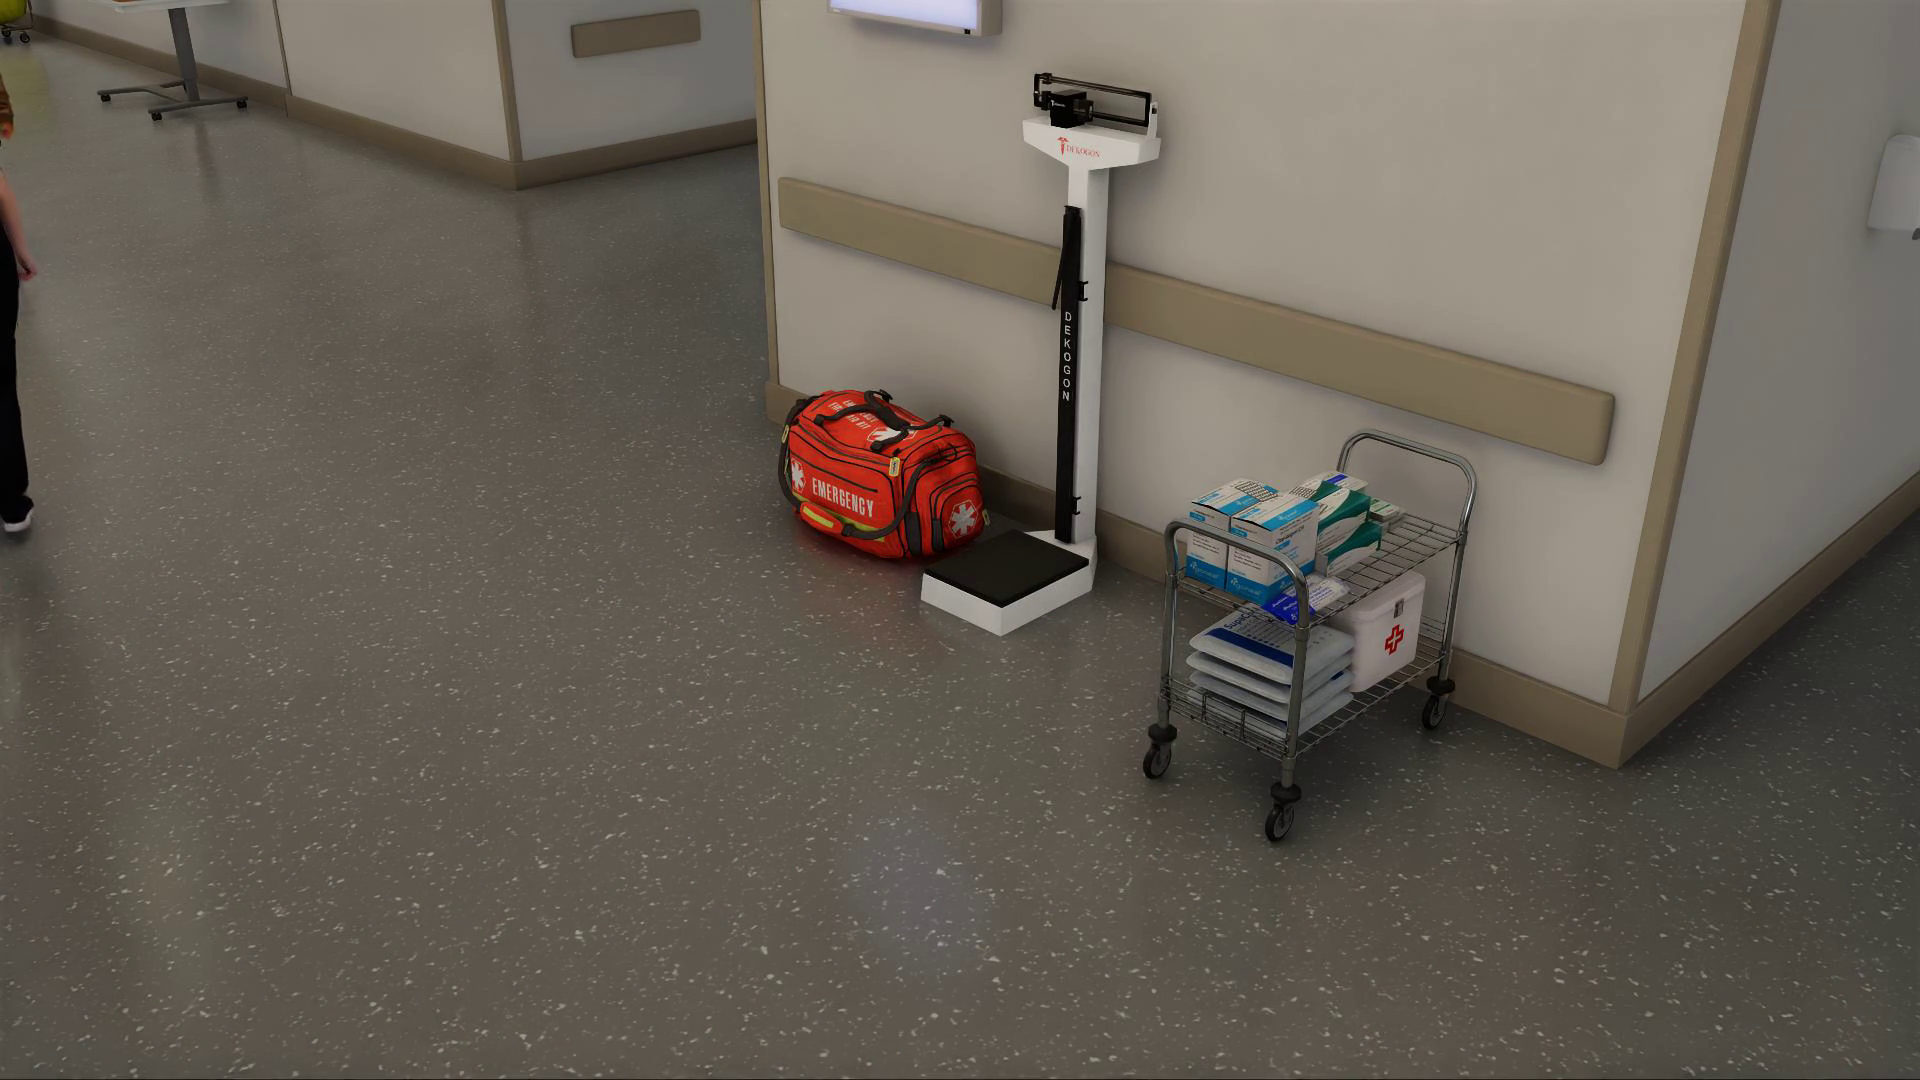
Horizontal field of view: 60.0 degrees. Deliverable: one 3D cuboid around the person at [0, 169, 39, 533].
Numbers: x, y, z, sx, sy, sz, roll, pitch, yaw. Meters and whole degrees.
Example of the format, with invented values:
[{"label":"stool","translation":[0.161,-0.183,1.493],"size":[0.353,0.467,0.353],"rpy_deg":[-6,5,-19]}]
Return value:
[{"label":"person","translation":[-3.262,-0.841,5.408],"size":[0.849,1.698,1.183],"rpy_deg":[-11,28,-22]}]
